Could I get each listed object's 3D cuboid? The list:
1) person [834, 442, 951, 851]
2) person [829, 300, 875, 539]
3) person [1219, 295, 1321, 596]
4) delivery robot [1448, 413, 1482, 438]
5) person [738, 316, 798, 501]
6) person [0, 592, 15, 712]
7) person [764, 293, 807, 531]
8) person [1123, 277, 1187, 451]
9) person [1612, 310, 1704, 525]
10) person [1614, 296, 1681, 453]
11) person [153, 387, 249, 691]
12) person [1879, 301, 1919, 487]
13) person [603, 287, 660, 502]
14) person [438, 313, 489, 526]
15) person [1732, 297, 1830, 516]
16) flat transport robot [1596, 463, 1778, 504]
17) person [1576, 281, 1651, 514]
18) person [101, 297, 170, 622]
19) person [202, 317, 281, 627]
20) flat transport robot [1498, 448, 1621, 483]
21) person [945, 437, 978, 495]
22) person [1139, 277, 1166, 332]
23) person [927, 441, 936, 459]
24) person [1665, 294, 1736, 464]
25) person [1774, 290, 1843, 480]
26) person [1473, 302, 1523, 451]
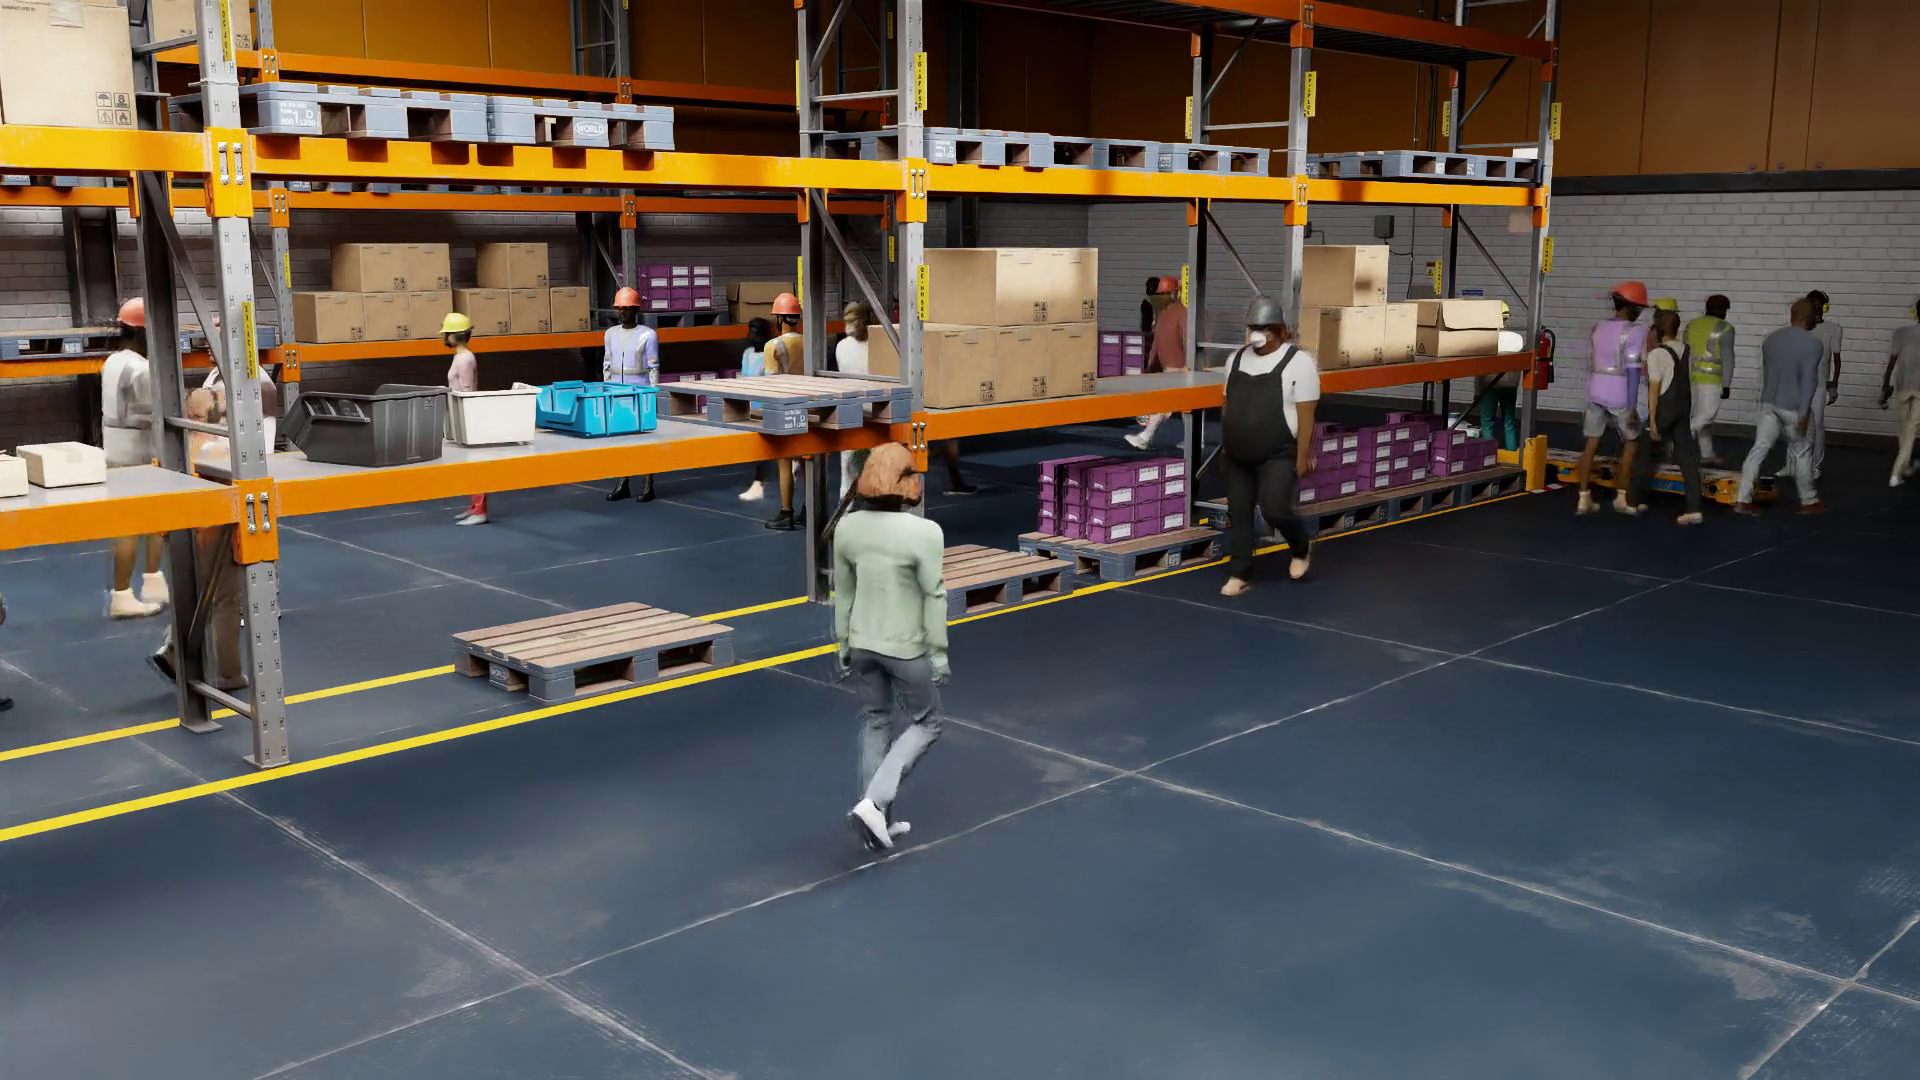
[{"bbox_3d":[-0.285,0.433,6.423,0.518,1.618,0.422,7,12,32],"label":"person"},{"bbox_3d":[-0.775,-0.940,13.182,0.637,1.883,0.931,6,12,29],"label":"person"},{"bbox_3d":[2.056,-0.645,11.162,0.693,2.000,0.704,9,14,41],"label":"person"},{"bbox_3d":[5.159,-1.086,17.365,0.477,0.478,0.707,-9,14,-42],"label":"delivery robot"},{"bbox_3d":[-1.752,-1.208,15.197,0.589,1.680,0.548,-8,13,-36],"label":"person"},{"bbox_3d":[-4.984,0.006,8.283,0.467,1.791,0.659,-7,12,-32],"label":"person"},{"bbox_3d":[-1.399,-1.043,13.615,0.362,1.938,0.545,9,14,42],"label":"person"},{"bbox_3d":[2.298,-1.962,18.604,1.032,1.936,0.658,-3,11,-18],"label":"person"},{"bbox_3d":[5.956,-1.032,13.992,0.513,1.795,1.006,-3,11,-15],"label":"person"},{"bbox_3d":[7.594,-1.803,18.264,0.621,1.742,0.524,2,11,9],"label":"person"},{"bbox_3d":[-3.962,0.012,8.711,0.504,1.627,0.419,9,14,41],"label":"person"},{"bbox_3d":[9.286,-1.443,16.125,0.955,1.813,0.526,-9,14,-41],"label":"person"},{"bbox_3d":[-2.983,-1.308,15.046,0.548,1.942,0.347,3,11,16],"label":"person"},{"bbox_3d":[-4.139,-1.002,13.857,0.326,1.767,0.533,-3,11,-16],"label":"person"},{"bbox_3d":[7.080,-1.132,14.256,0.988,1.888,0.622,-4,11,-22],"label":"person"},{"bbox_3d":[6.735,-0.545,15.446,0.652,0.197,1.431,-7,13,-35],"label":"flat transport robot"},{"bbox_3d":[5.678,-1.215,14.357,0.766,2.002,0.646,-5,11,-24],"label":"person"},{"bbox_3d":[-5.113,-0.508,10.475,0.704,2.015,0.622,-9,14,-40],"label":"person"},{"bbox_3d":[-4.492,-0.422,10.310,0.643,1.909,0.409,8,13,37],"label":"person"},{"bbox_3d":[5.939,-0.767,16.658,0.652,0.197,1.431,-5,11,-24],"label":"flat transport robot"},{"bbox_3d":[-0.323,-1.328,15.244,1.001,1.920,0.616,-6,12,-29],"label":"person"},{"bbox_3d":[2.681,-2.820,23.649,0.659,1.802,0.894,-10,14,-44],"label":"person"},{"bbox_3d":[-0.492,-1.710,17.910,0.533,1.697,0.318,2,11,13],"label":"person"},{"bbox_3d":[7.720,-1.653,17.329,0.794,1.810,0.640,-3,11,-18],"label":"person"},{"bbox_3d":[8.405,-1.528,16.443,0.311,1.869,0.534,-8,13,-38],"label":"person"},{"bbox_3d":[5.371,-1.512,16.673,0.531,1.762,0.348,-3,11,-16],"label":"person"}]
